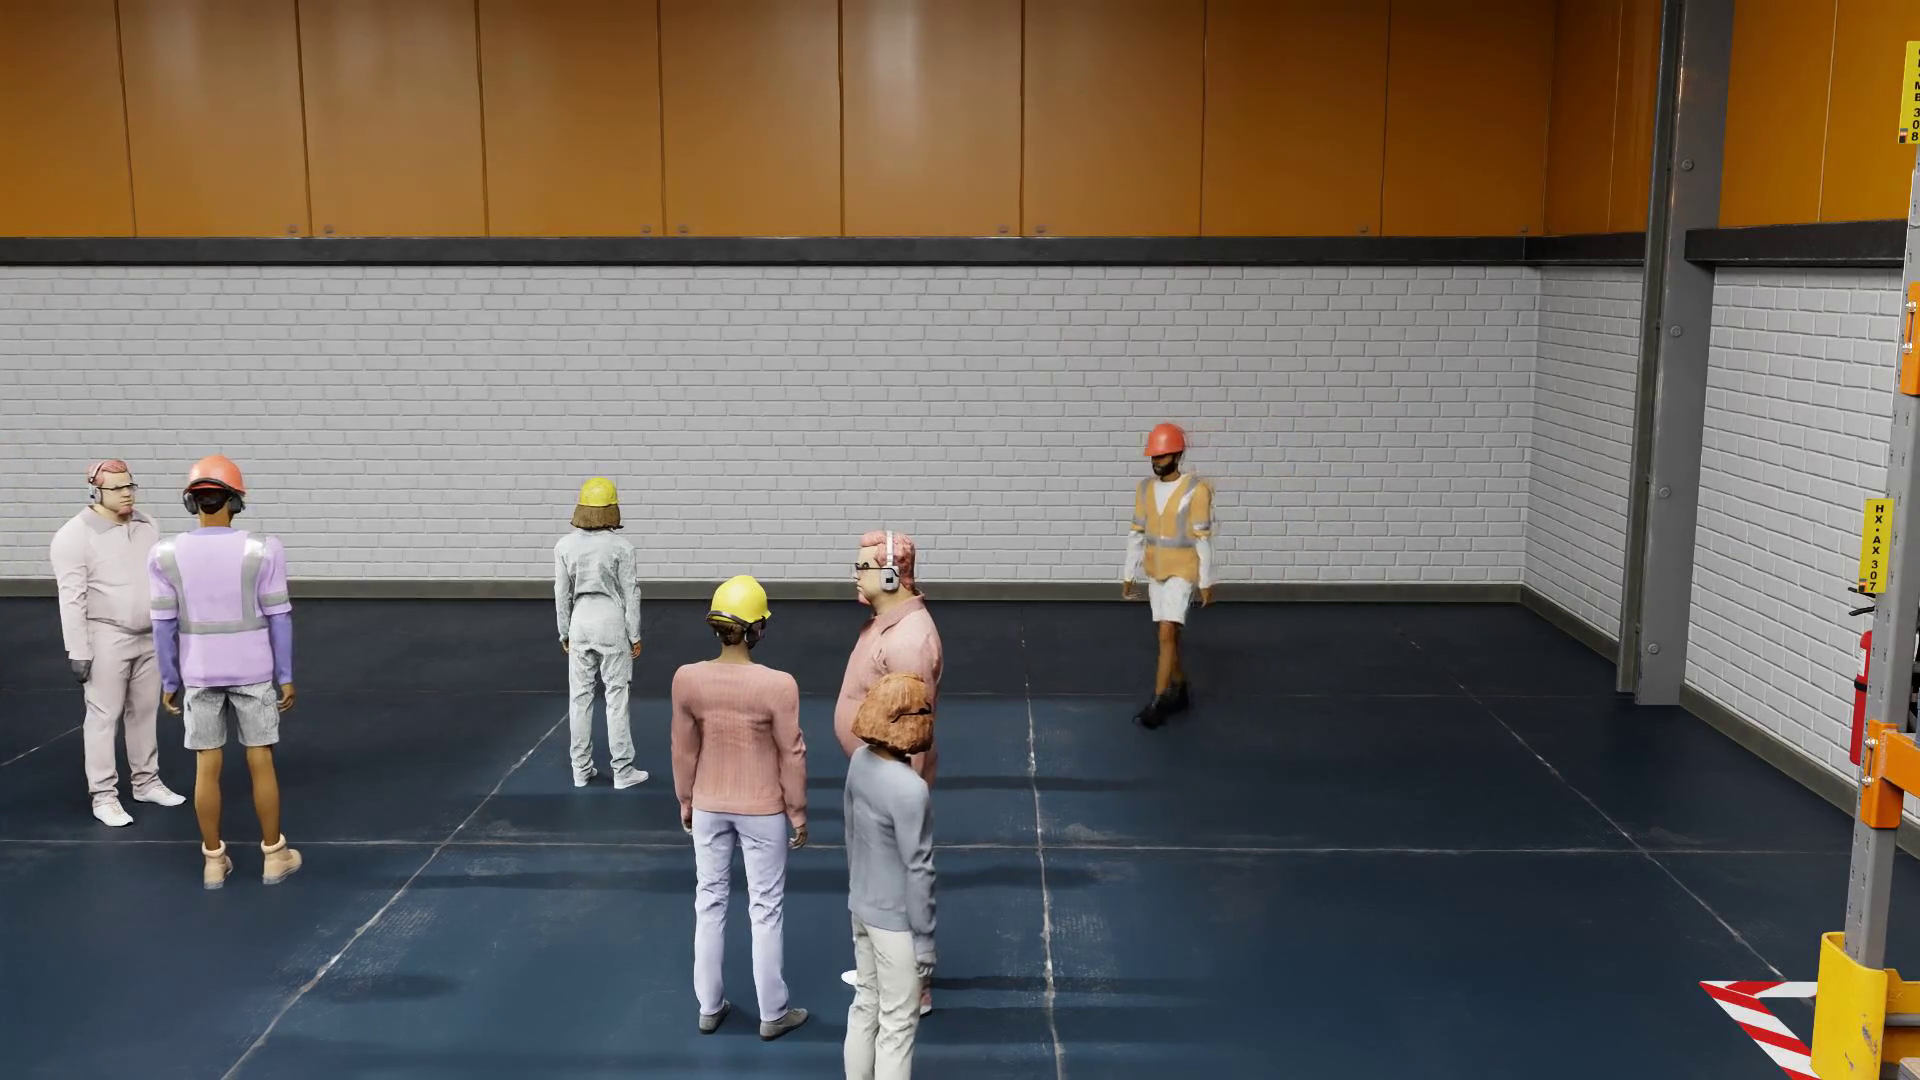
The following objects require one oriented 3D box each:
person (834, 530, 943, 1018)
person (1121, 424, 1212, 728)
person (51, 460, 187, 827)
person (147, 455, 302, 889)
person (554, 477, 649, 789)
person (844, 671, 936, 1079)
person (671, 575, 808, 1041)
[{"bbox_3d":[-0.281,0.906,6.448,0.408,1.908,0.645,-2,10,-10],"label":"person"},{"bbox_3d":[1.248,0.226,10.530,0.859,1.901,0.571,-9,13,-44],"label":"person"},{"bbox_3d":[-4.381,0.525,8.731,0.405,1.906,0.653,3,10,19],"label":"person"},{"bbox_3d":[-3.428,0.618,7.792,0.609,2.034,0.405,-2,10,-9],"label":"person"},{"bbox_3d":[-1.998,0.516,9.273,0.494,1.743,0.309,2,10,13],"label":"person"},{"bbox_3d":[-0.214,1.222,5.367,0.277,1.632,0.502,-5,11,-27],"label":"person"},{"bbox_3d":[-0.819,1.007,6.265,0.533,1.768,0.310,3,10,16],"label":"person"}]
